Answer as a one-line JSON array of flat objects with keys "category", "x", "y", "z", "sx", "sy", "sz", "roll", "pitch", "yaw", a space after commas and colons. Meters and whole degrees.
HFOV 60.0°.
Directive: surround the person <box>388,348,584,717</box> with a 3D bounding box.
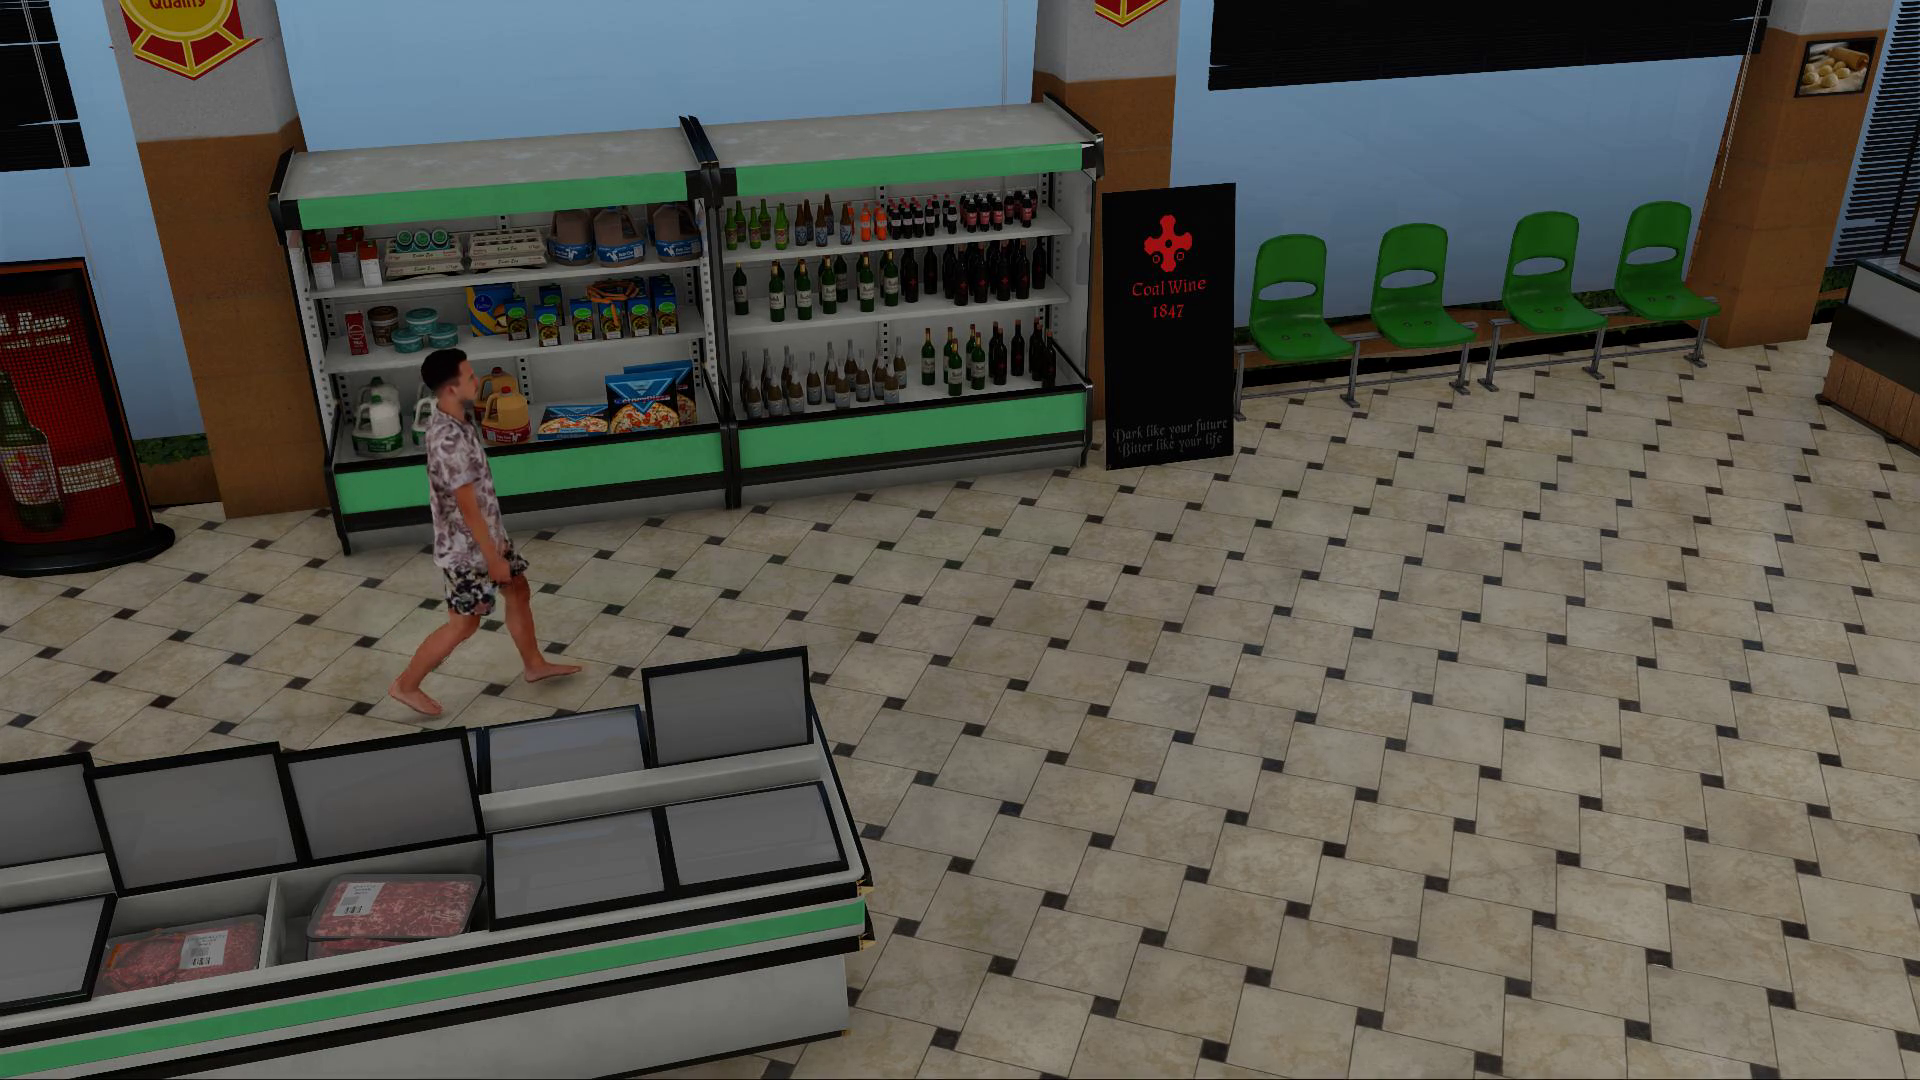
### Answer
[{"category": "person", "x": -2.339, "y": 0.007, "z": 7.642, "sx": 1.109, "sy": 1.797, "sz": 0.674, "roll": -6, "pitch": 29, "yaw": -11}]
